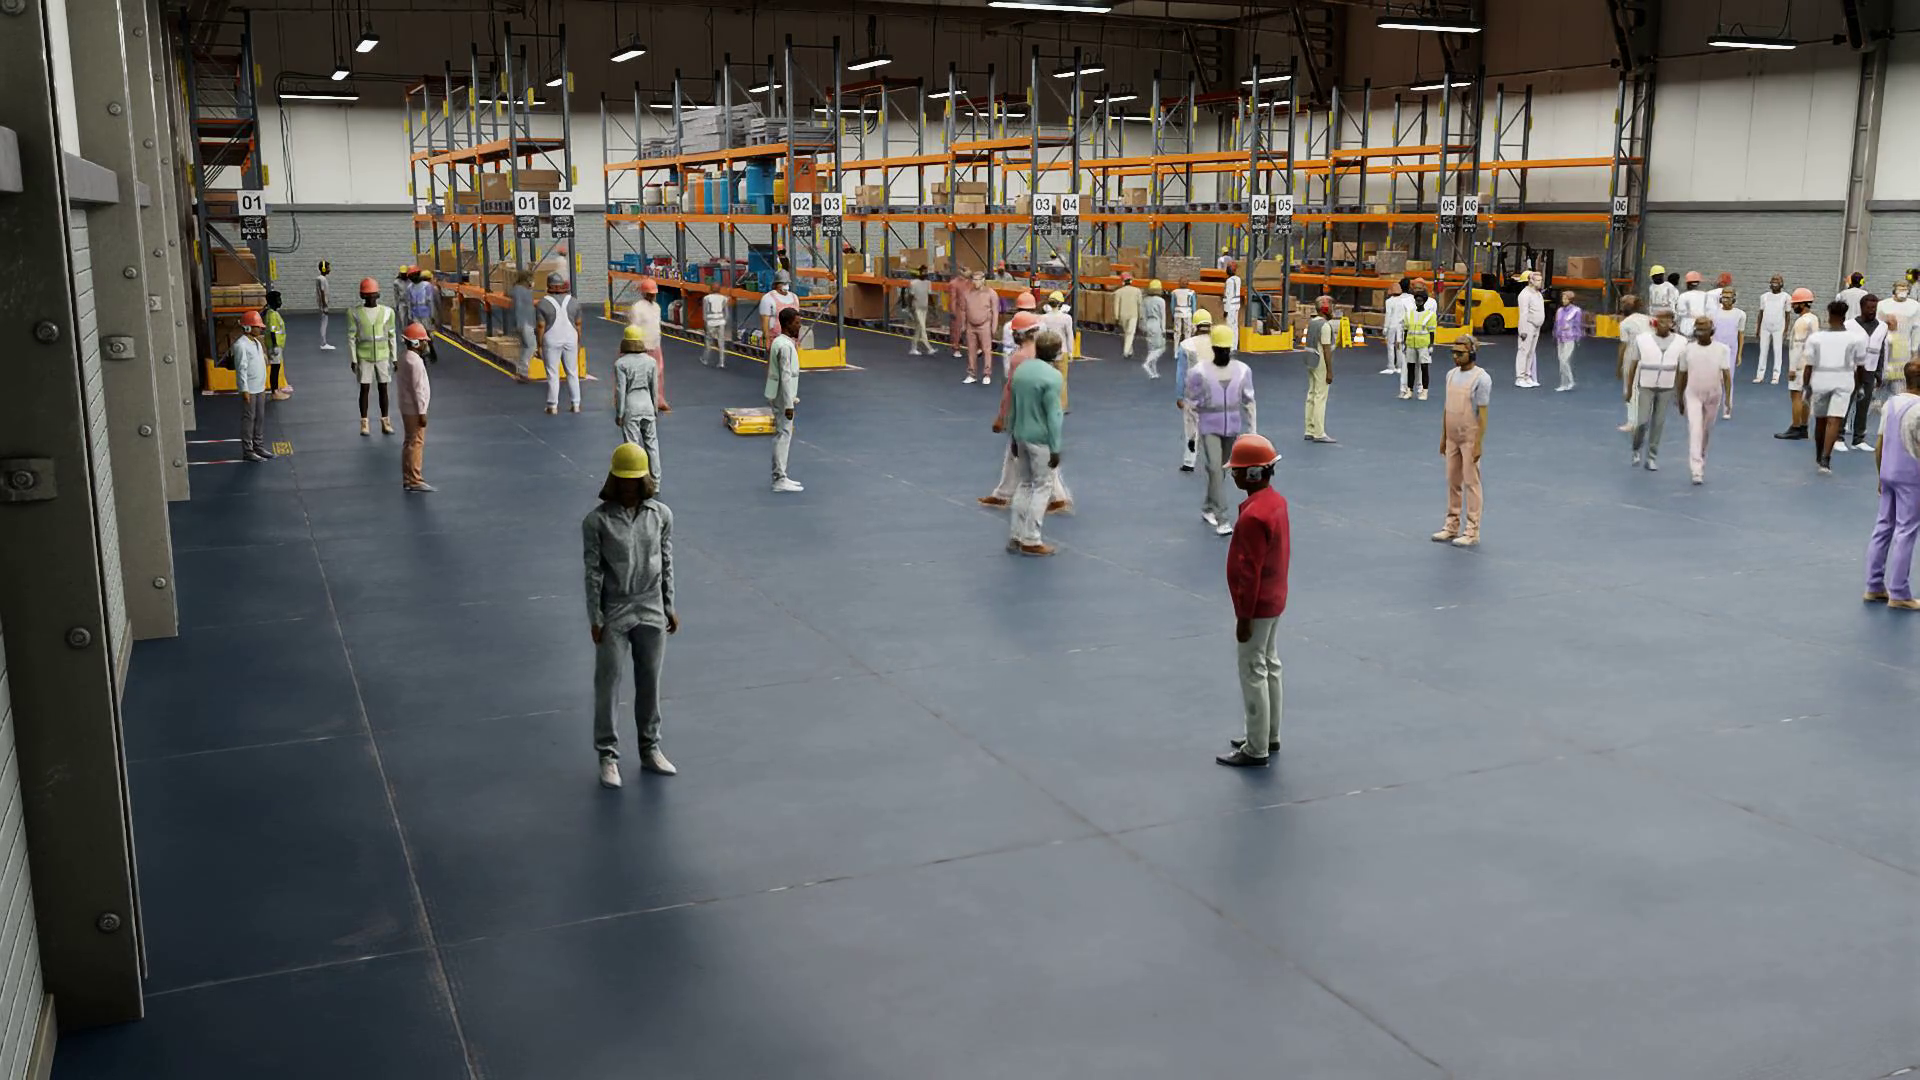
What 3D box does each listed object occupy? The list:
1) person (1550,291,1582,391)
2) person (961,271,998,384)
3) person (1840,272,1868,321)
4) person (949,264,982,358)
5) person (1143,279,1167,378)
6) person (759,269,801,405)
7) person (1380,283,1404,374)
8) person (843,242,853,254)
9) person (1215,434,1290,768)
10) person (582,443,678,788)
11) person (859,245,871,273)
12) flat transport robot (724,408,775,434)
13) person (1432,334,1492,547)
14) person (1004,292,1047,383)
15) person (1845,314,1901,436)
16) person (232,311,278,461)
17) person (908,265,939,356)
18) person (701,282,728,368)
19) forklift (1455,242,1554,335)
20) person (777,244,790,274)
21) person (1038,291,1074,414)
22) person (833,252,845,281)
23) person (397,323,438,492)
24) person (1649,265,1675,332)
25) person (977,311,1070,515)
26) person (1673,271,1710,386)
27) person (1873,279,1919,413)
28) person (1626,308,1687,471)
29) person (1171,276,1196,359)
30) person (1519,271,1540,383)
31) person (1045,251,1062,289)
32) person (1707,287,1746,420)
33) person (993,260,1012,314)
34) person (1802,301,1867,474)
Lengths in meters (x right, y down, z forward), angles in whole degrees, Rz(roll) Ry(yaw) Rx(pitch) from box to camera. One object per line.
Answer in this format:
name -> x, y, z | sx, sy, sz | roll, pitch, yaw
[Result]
person -> 9.770, -3.203, 26.859 | 0.386, 1.620, 0.528 | -4, 12, -21
person -> 0.311, -3.577, 28.059 | 0.651, 1.904, 0.403 | 5, 12, 22
person -> 15.531, -3.726, 28.940 | 0.335, 1.860, 0.508 | -7, 13, -31
person -> 0.126, -4.535, 33.034 | 0.672, 1.852, 0.970 | -6, 13, -29
person -> 3.366, -3.672, 28.986 | 0.438, 1.725, 0.497 | -9, 14, -38
person -> -2.650, -3.065, 25.106 | 0.687, 2.000, 0.535 | -10, 15, -43
person -> 7.791, -3.802, 29.890 | 0.507, 1.633, 0.277 | -8, 14, -36
person -> -3.255, -7.645, 48.420 | 0.396, 2.036, 0.602 | 0, 11, 1
person -> 1.527, 0.312, 8.707 | 0.354, 1.743, 0.572 | 5, 12, 23
person -> -1.650, 0.370, 8.417 | 0.488, 1.740, 0.318 | -8, 14, -35
person -> -3.021, -8.387, 52.435 | 0.357, 1.930, 0.588 | 4, 12, 20
flat transport robot -> -2.754, -1.608, 22.215 | 0.652, 0.197, 1.431 | -3, 11, -13
person -> 4.371, -0.868, 14.455 | 0.348, 1.841, 0.501 | -5, 12, -25
person -> 0.828, -2.034, 20.185 | 0.575, 1.910, 0.783 | -3, 11, -13
person -> 11.834, -2.103, 21.358 | 0.522, 1.593, 0.840 | -9, 14, -37
person -> -8.218, -1.788, 19.378 | 0.350, 1.743, 0.563 | 0, 11, 1
person -> -0.721, -4.629, 33.613 | 0.550, 1.816, 0.962 | -10, 15, -41
person -> -4.604, -4.018, 31.083 | 0.522, 1.585, 0.859 | -6, 13, -28
forklift -> 13.047, -6.049, 39.881 | 2.313, 2.155, 1.214 | -5, 12, -23
person -> -4.791, -6.928, 44.732 | 0.608, 2.044, 0.370 | -11, 15, -44
person -> 1.375, -2.678, 23.867 | 0.524, 1.760, 0.328 | 3, 12, 15
person -> -3.354, -7.363, 47.678 | 0.562, 1.753, 0.333 | -6, 12, -26
person -> -5.632, -1.373, 17.275 | 0.360, 1.742, 0.563 | -7, 13, -31
person -> 13.128, -4.184, 31.141 | 0.490, 1.901, 0.635 | -4, 12, -18
person -> 0.644, -1.220, 15.976 | 1.018, 1.952, 0.606 | 4, 12, 22
person -> 12.135, -3.502, 27.658 | 0.541, 1.915, 0.421 | -2, 11, -10
person -> 13.469, -2.783, 23.958 | 0.628, 1.933, 0.367 | 4, 12, 19
person -> 7.792, -1.686, 18.640 | 0.581, 1.823, 0.431 | 1, 11, 5
person -> 4.412, -4.391, 32.855 | 0.517, 1.645, 0.307 | 5, 12, 23
person -> 9.558, -3.562, 27.975 | 0.402, 1.915, 0.584 | 3, 12, 17
person -> 2.767, -7.690, 49.312 | 0.530, 1.767, 0.328 | 3, 12, 17
person -> 10.672, -2.606, 23.270 | 0.513, 1.845, 0.334 | 6, 13, 27
person -> 0.988, -6.053, 41.087 | 0.592, 1.730, 0.588 | -2, 11, -11
person -> 9.757, -1.714, 18.598 | 0.610, 1.916, 1.030 | 8, 14, 36
